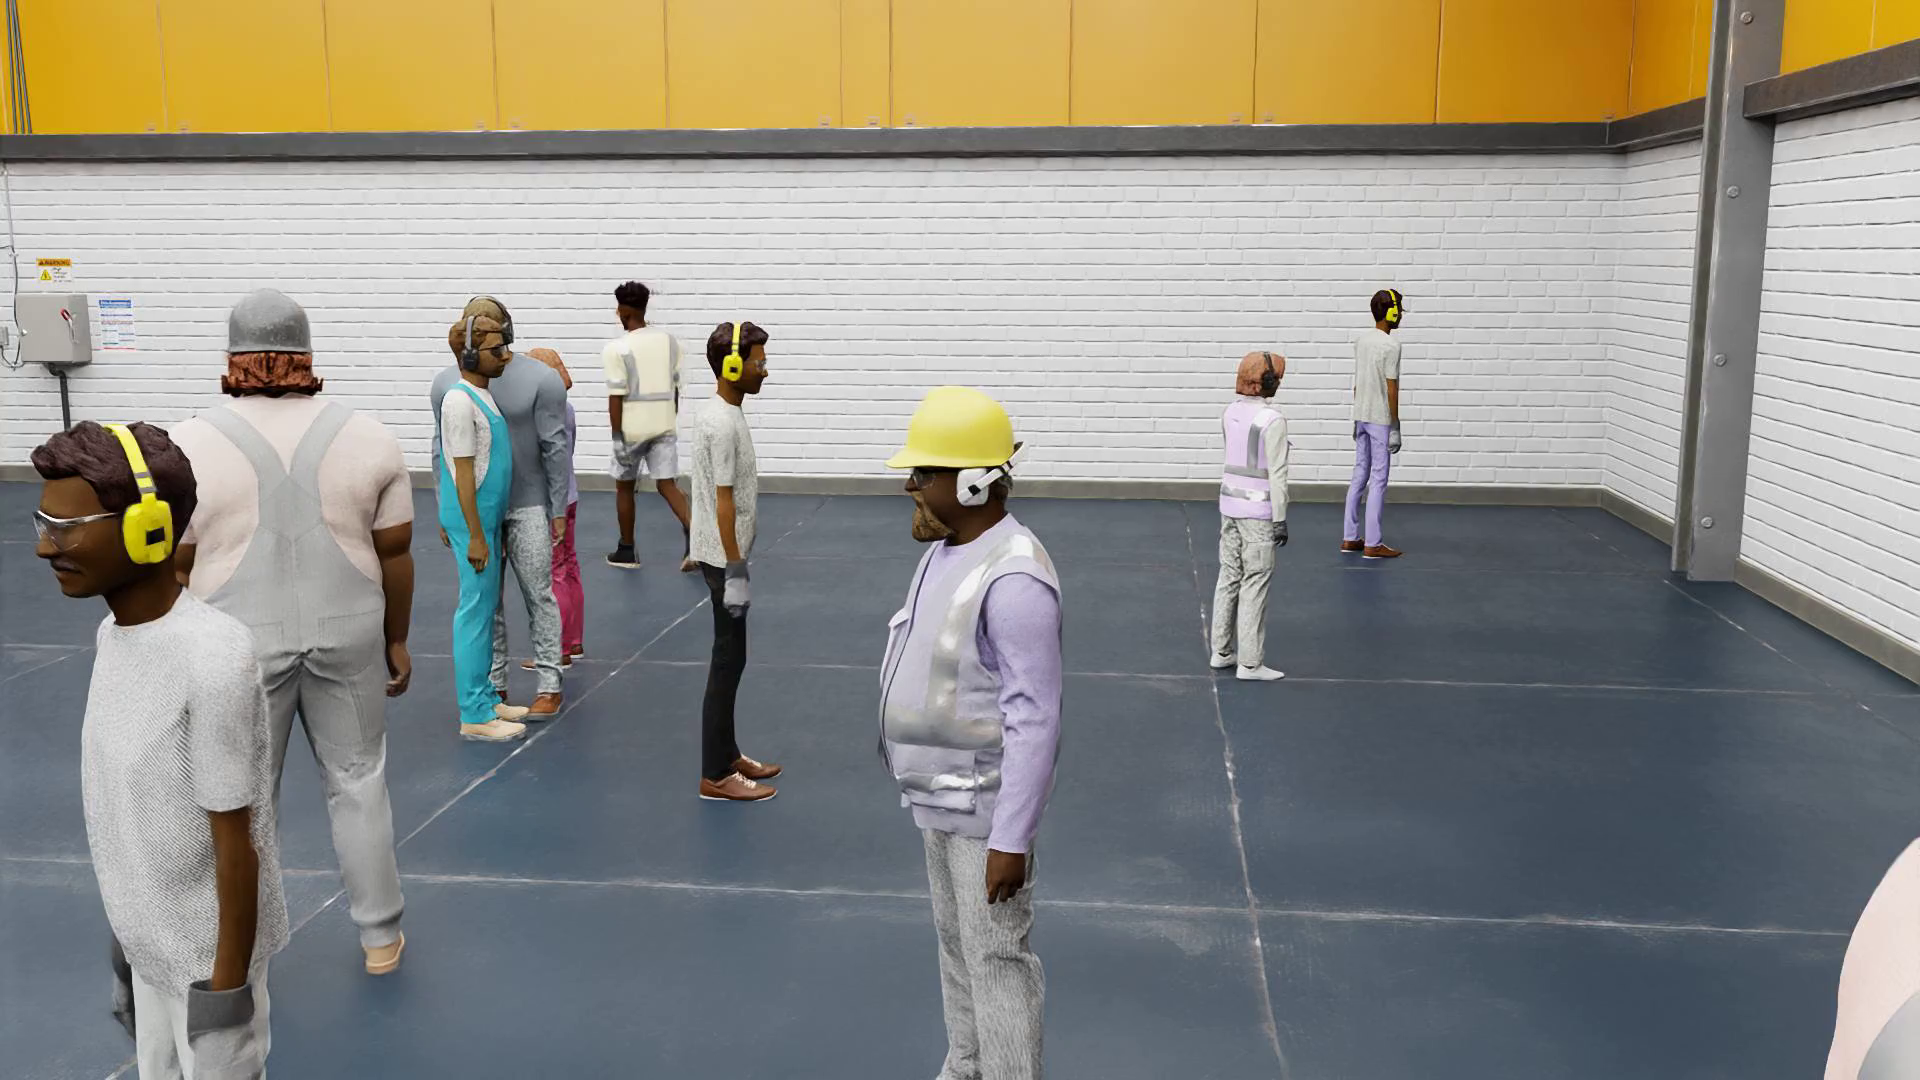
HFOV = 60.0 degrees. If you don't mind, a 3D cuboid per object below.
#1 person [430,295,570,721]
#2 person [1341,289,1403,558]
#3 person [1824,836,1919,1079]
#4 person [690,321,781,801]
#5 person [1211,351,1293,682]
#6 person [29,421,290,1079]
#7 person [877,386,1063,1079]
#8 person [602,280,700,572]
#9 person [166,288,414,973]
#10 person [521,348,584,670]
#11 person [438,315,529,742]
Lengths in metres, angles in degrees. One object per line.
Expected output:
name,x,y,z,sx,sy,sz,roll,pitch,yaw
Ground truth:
person,-2.075,-0.138,7.537,0.635,1.928,0.382,1,10,5
person,2.895,-0.803,11.555,0.328,1.857,0.506,-4,11,-21
person,1.016,0.946,1.594,0.430,1.840,0.633,5,11,25
person,-0.876,0.087,6.452,0.341,1.859,0.511,-2,10,-9
person,1.454,-0.117,8.252,0.313,1.632,0.513,-4,11,-22
person,-1.298,0.727,2.771,0.505,1.864,0.331,9,14,43
person,0.018,0.566,3.768,0.404,1.829,0.600,-3,10,-17
person,-2.028,-0.737,10.943,0.612,1.938,0.857,-9,13,-41
person,-1.955,0.274,4.842,0.701,2.000,0.536,-6,11,-30
person,-2.092,-0.157,8.474,0.285,1.633,0.500,1,10,6
person,-2.084,-0.051,7.263,0.343,1.847,0.506,-1,10,-8
